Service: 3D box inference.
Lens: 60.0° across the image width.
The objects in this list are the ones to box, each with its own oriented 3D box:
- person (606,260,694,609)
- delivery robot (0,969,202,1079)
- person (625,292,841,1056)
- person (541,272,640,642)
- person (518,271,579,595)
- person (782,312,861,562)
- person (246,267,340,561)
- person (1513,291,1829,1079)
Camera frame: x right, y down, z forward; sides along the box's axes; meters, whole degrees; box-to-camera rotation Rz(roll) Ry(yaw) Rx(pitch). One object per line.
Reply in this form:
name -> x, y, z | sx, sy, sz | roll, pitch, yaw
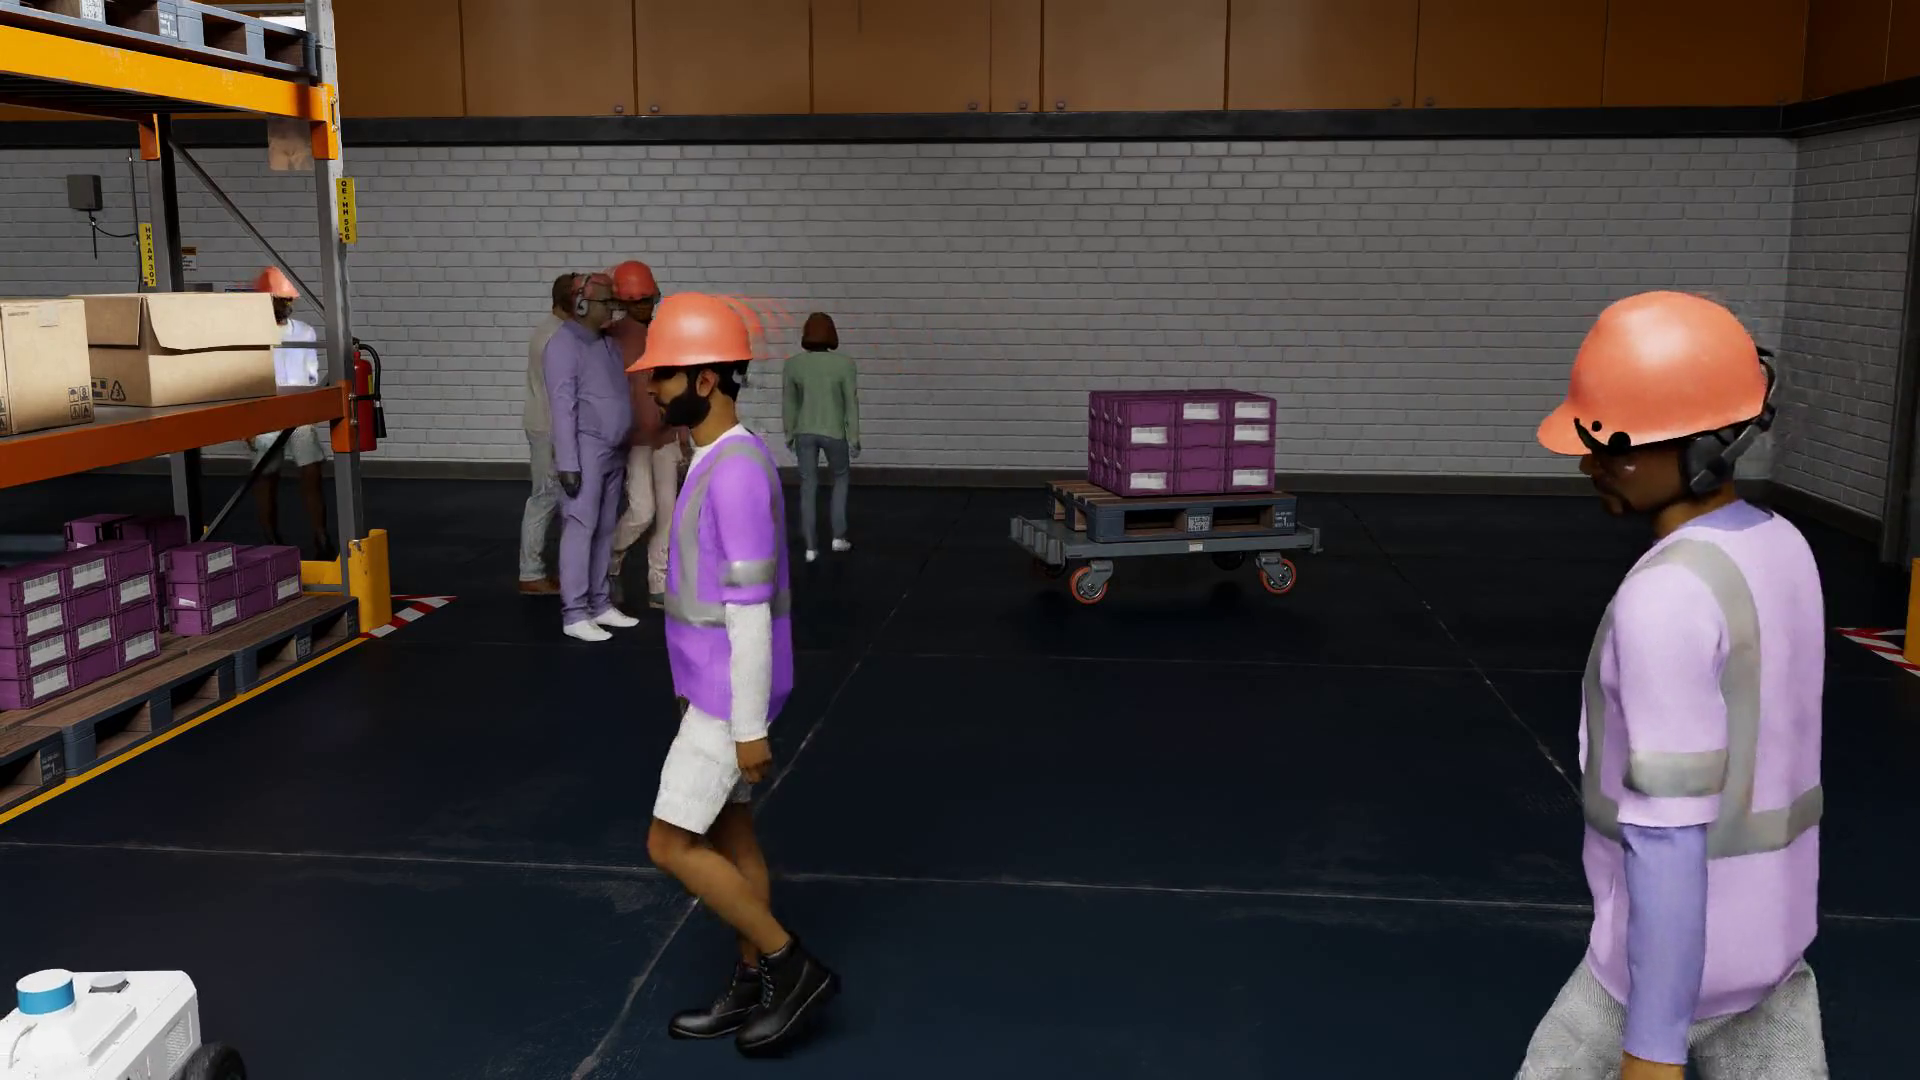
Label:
person -> -1.762, -0.555, 9.206 | 0.474, 1.961, 0.609 | 8, 12, 37
delivery robot -> -1.841, 1.120, 3.384 | 0.477, 0.478, 0.707 | 0, 10, -3
person -> -0.606, 0.359, 4.117 | 0.394, 1.923, 0.556 | -1, 10, -7
person -> -1.904, -0.436, 8.698 | 0.403, 1.904, 0.651 | 2, 10, 12
person -> -2.395, -0.646, 9.939 | 0.486, 1.906, 0.761 | -1, 10, -8
person -> -0.896, -0.685, 10.952 | 0.542, 1.609, 0.642 | 1, 10, 6
person -> -4.211, -0.741, 10.429 | 0.560, 1.905, 0.856 | -9, 13, -41
person -> 1.154, 0.602, 2.598 | 0.670, 1.965, 1.099 | -9, 13, -42
